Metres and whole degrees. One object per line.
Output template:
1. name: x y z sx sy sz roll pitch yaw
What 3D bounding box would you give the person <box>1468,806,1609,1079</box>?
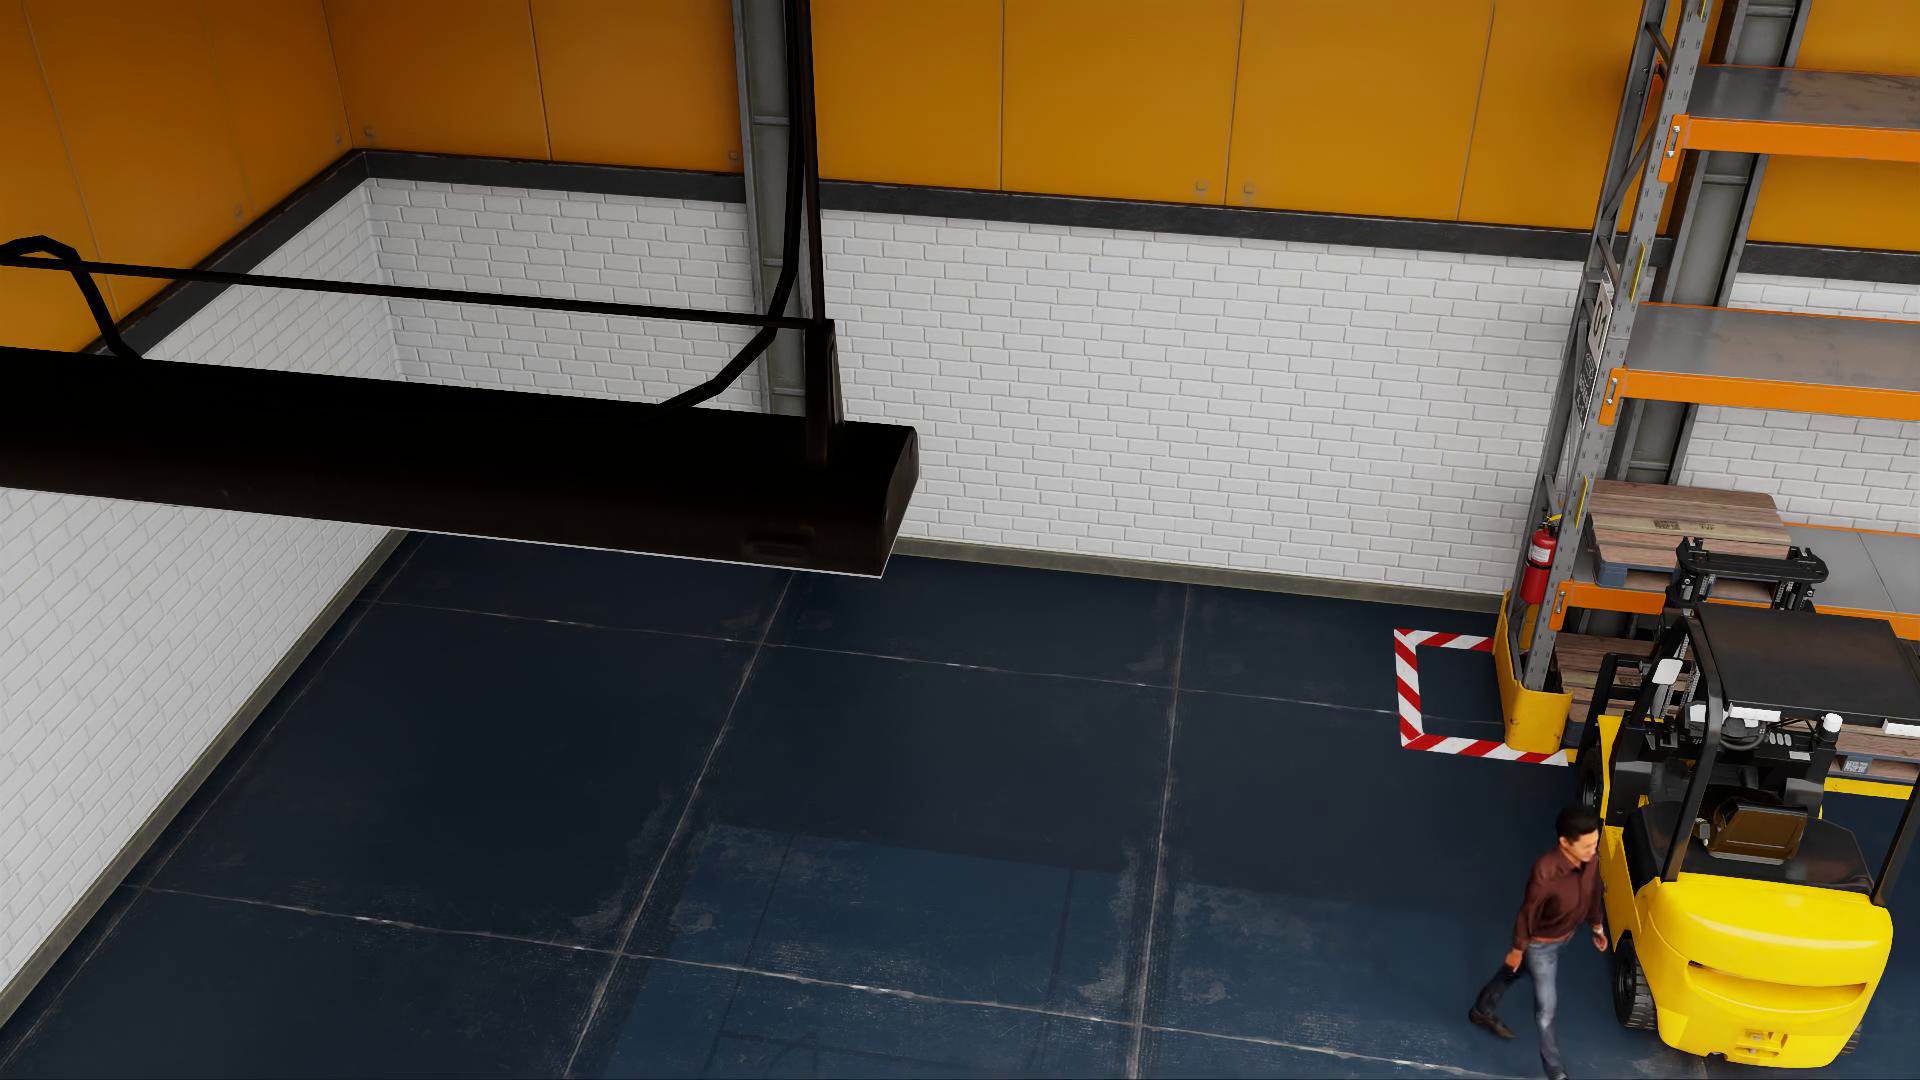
1. person: 2.940 2.000 8.591 1.040 1.743 1.144 -27 42 -34
